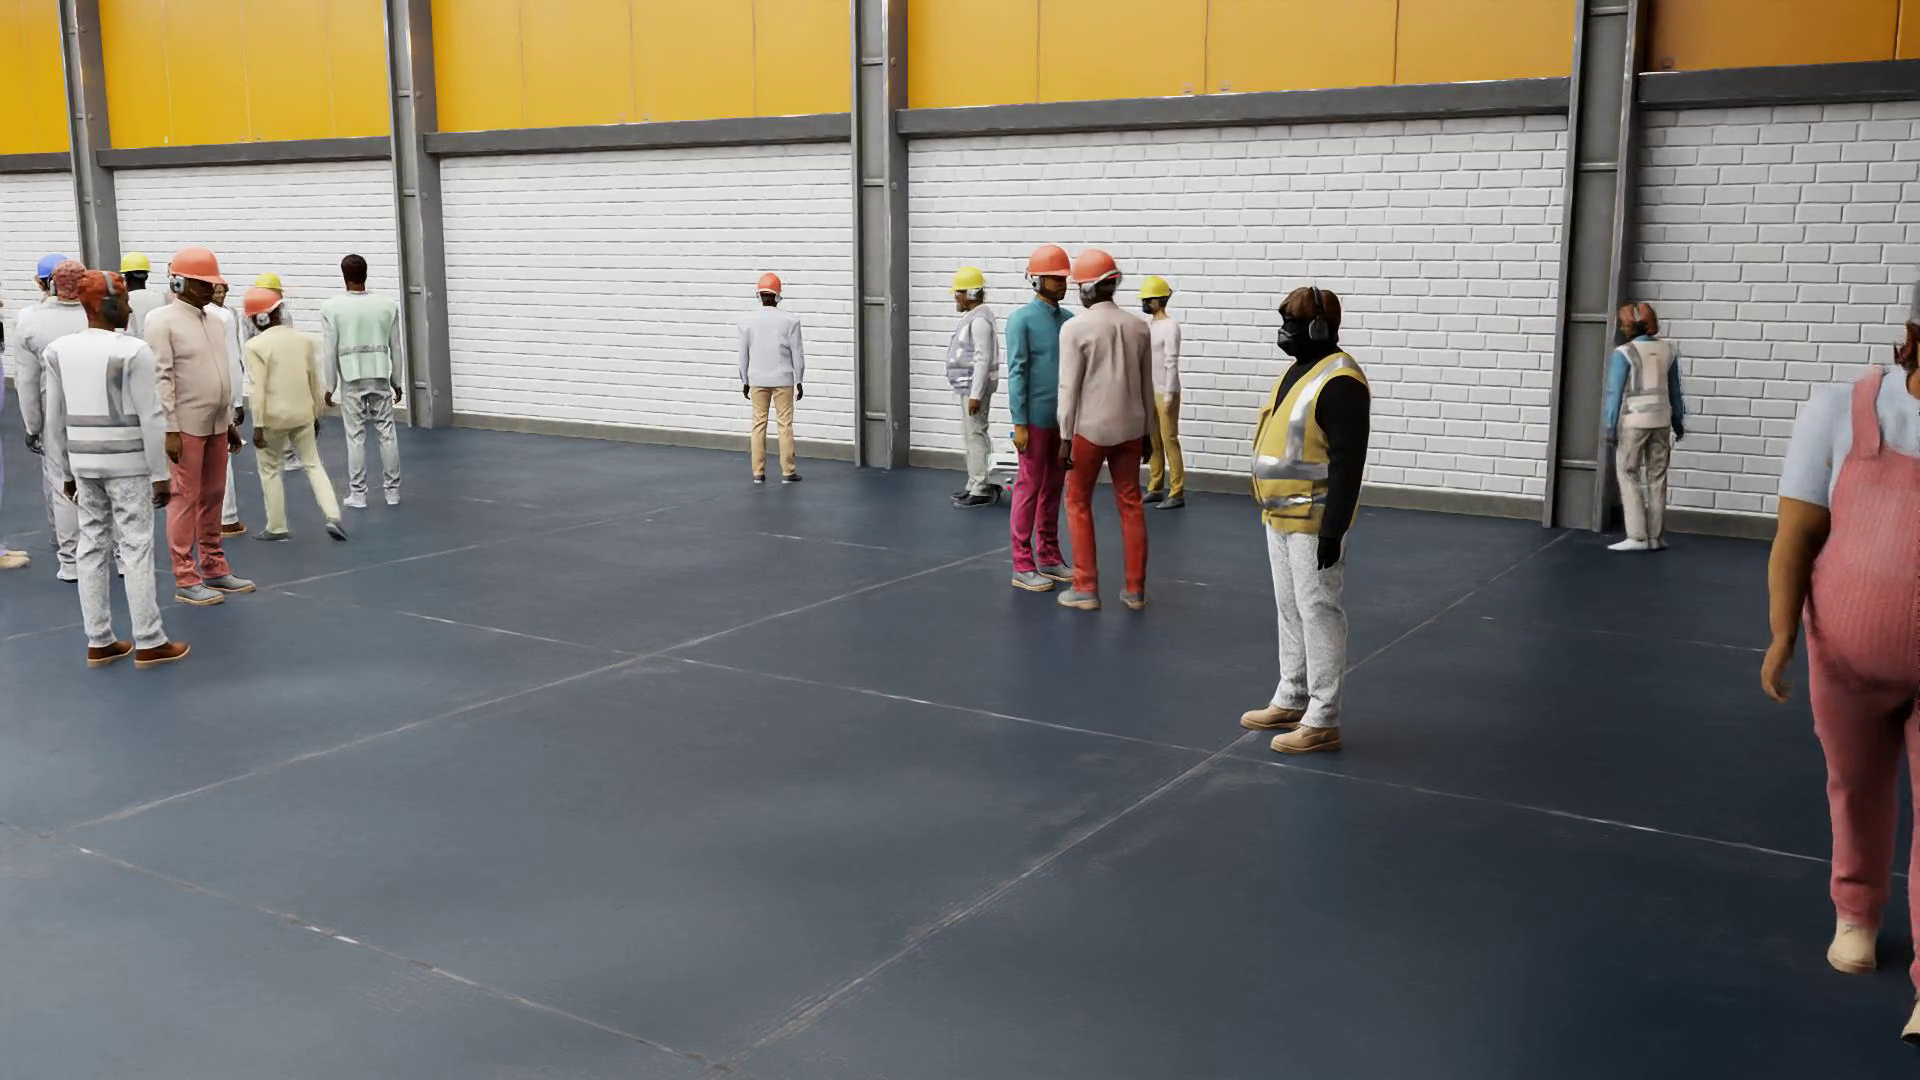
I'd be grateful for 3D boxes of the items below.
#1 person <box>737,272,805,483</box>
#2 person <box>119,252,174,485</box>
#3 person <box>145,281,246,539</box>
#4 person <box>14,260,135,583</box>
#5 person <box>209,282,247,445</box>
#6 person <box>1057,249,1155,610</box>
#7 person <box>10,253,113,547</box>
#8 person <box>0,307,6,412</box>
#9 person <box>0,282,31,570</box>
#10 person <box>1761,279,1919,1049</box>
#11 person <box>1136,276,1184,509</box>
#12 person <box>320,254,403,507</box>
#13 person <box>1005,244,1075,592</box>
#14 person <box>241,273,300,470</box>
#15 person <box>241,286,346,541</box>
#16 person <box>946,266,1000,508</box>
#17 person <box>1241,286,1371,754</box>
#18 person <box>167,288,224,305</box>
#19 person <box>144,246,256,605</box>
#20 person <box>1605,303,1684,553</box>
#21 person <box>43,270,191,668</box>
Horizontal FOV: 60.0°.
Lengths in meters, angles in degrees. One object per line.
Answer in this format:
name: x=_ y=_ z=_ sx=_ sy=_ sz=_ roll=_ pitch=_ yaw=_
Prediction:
person: x=-1.565 y=-1.347 z=13.877 sx=0.563 sy=1.755 sz=0.323 roll=1 pitch=10 yaw=8
person: x=-6.764 y=-1.418 z=13.801 sx=0.382 sy=1.924 sz=0.594 roll=6 pitch=12 yaw=30
person: x=-5.160 y=-0.937 z=11.261 sx=0.587 sy=1.879 sz=0.341 roll=-3 pitch=11 yaw=-15
person: x=-5.210 y=-0.701 z=9.887 sx=0.652 sy=1.906 sz=0.409 roll=-6 pitch=12 yaw=-30
person: x=-7.261 y=-1.730 z=16.326 sx=0.313 sy=1.639 sz=0.517 roll=5 pitch=11 yaw=27
person: x=0.792 y=-0.599 z=9.143 sx=0.634 sy=1.975 sz=0.472 roll=-6 pitch=12 yaw=-31
person: x=-5.894 y=-0.915 z=11.000 sx=0.608 sy=1.940 sz=0.411 roll=-4 pitch=11 yaw=-22
person: x=-11.460 y=-2.318 z=19.461 sx=0.539 sy=1.686 sz=0.319 roll=-4 pitch=11 yaw=-22
person: x=-5.973 y=-0.718 z=10.196 sx=0.357 sy=1.835 sz=0.518 roll=-7 pitch=12 yaw=-35
person: x=2.431 y=0.247 z=4.264 sx=0.693 sy=2.000 sz=1.013 roll=7 pitch=12 yaw=34
person: x=1.486 y=-1.113 z=12.602 sx=0.351 sy=1.759 sz=0.519 roll=-5 pitch=11 yaw=-24
person: x=-4.526 y=-1.204 z=12.636 sx=0.587 sy=1.920 sz=0.391 roll=-7 pitch=12 yaw=-33
person: x=0.502 y=-0.711 z=9.695 sx=0.381 sy=1.994 sz=0.617 roll=8 pitch=13 yaw=37
person: x=-6.053 y=-1.479 z=14.674 sx=0.487 sy=1.736 sz=0.302 roll=2 pitch=10 yaw=8
person: x=-4.501 y=-0.833 z=11.132 sx=0.601 sy=1.723 sz=0.587 roll=5 pitch=12 yaw=27
person: x=0.092 y=-1.152 z=12.630 sx=0.407 sy=1.822 sz=0.607 roll=-1 pitch=10 yaw=-5
person: x=1.370 y=-0.081 z=6.632 sx=0.429 sy=1.842 sz=0.633 roll=-2 pitch=10 yaw=-10
person: x=-7.812 y=-1.976 z=16.994 sx=0.395 sy=1.900 sz=0.643 roll=4 pitch=11 yaw=22
person: x=-4.260 y=-0.642 z=9.333 sx=0.391 sy=1.989 sz=0.611 roll=2 pitch=10 yaw=9
person: x=4.459 y=-0.727 z=10.832 sx=0.626 sy=1.625 sz=0.336 roll=-4 pitch=11 yaw=-21
person: x=-4.008 y=-0.326 z=7.876 sx=0.576 sy=1.881 sz=0.354 roll=2 pitch=10 yaw=12
